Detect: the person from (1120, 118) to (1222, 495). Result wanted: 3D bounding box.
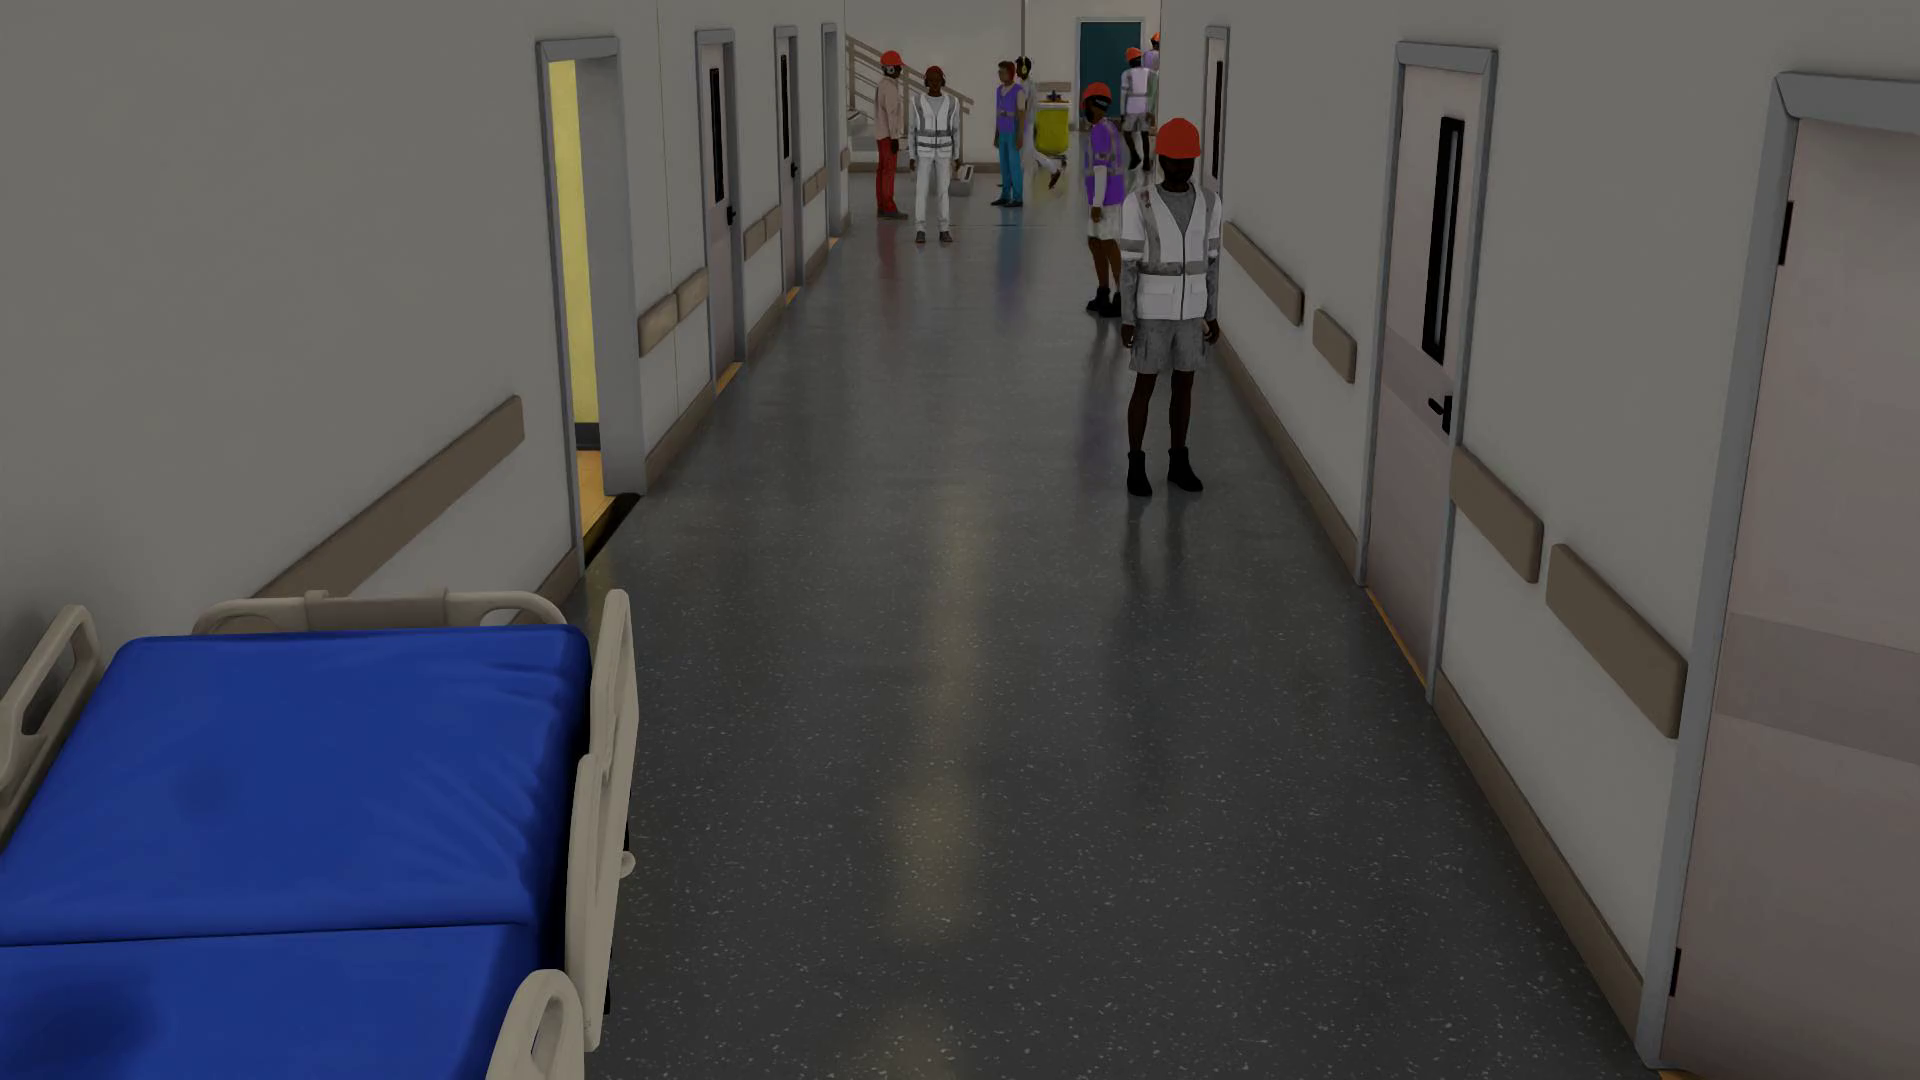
[{"bbox_3d":[1.097,-1.188,8.598,0.553,1.935,0.364,-5,18,-16],"label":"person"}]

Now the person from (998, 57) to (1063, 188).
[{"bbox_3d":[1.016,-5.932,23.686,0.871,1.831,0.520,1,18,3],"label":"person"}]

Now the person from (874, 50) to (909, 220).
[{"bbox_3d":[-0.846,-4.895,20.150,0.391,1.995,0.613,-5,18,-15],"label":"person"}]

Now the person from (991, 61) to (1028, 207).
[{"bbox_3d":[0.656,-5.240,21.481,0.376,1.841,0.579,-10,20,-30],"label":"person"}]

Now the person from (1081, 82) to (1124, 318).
[{"bbox_3d":[1.211,-2.808,13.771,0.478,1.886,0.608,2,18,7],"label":"person"}]

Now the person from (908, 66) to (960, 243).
[{"bbox_3d":[-0.280,-4.193,18.127,0.574,1.883,0.355,-3,18,-9],"label":"person"}]

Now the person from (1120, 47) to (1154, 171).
[{"bbox_3d":[2.866,-6.784,26.239,0.706,1.907,0.509,-3,18,-9],"label":"person"}]

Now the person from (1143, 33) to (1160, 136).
[{"bbox_3d":[3.951,-9.232,33.737,0.409,2.028,0.615,-11,21,-31],"label":"person"}]
